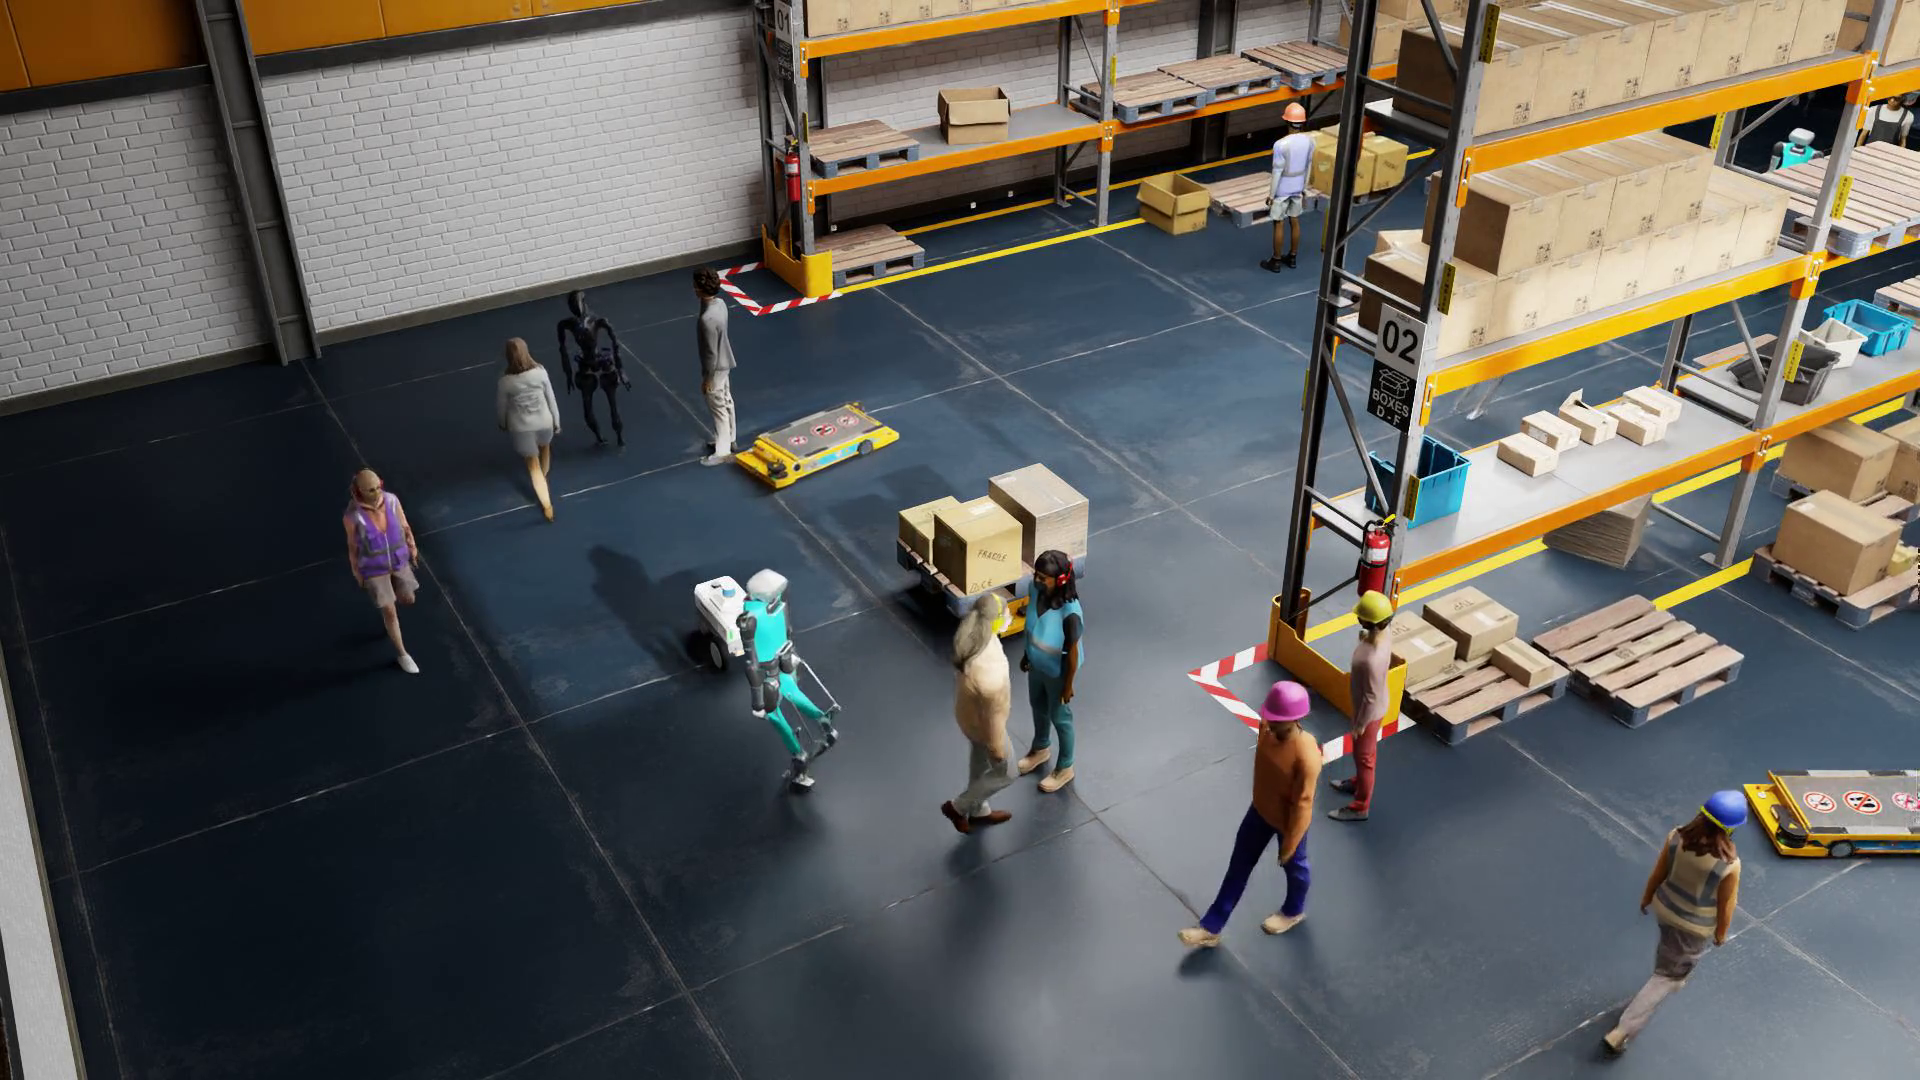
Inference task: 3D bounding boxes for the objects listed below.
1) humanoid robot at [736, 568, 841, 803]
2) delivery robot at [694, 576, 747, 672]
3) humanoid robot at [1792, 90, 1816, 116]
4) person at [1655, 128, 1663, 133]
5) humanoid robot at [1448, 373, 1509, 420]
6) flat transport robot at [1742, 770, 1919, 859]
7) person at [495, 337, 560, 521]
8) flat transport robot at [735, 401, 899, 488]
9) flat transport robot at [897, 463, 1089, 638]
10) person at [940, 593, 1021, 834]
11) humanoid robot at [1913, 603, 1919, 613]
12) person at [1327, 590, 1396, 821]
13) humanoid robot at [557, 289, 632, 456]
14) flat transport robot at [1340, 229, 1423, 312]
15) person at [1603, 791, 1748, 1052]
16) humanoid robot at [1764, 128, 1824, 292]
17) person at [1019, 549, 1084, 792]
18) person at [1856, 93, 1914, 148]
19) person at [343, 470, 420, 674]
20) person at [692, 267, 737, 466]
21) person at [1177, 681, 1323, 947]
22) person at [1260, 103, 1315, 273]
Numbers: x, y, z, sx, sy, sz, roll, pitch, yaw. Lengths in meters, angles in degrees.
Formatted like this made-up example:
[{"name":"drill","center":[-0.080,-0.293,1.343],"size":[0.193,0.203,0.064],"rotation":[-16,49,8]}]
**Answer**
[{"name":"humanoid robot","center":[-1.083,1.046,11.089],"size":[0.681,1.860,0.544],"rotation":[13,34,20]},{"name":"delivery robot","center":[-1.766,0.593,12.843],"size":[0.499,0.566,0.739],"rotation":[-18,36,-26]},{"name":"humanoid robot","center":[12.307,-6.948,23.847],"size":[0.599,1.645,0.478],"rotation":[12,34,19]},{"name":"person","center":[7.970,-4.504,19.795],"size":[0.404,1.830,0.601],"rotation":[-18,36,-26]},{"name":"humanoid robot","center":[5.062,-1.947,15.824],"size":[0.676,1.822,0.534],"rotation":[-19,37,-27]},{"name":"flat transport robot","center":[6.101,1.837,11.154],"size":[1.431,0.231,0.659],"rotation":[0,32,0]},{"name":"person","center":[-3.761,-1.028,14.433],"size":[0.489,1.616,0.863],"rotation":[-18,36,-26]},{"name":"flat transport robot","center":[-1.328,-0.903,15.523],"size":[1.431,0.231,0.659],"rotation":[-25,40,-34]},{"name":"flat transport robot","center":[0.222,0.298,13.608],"size":[0.659,0.231,1.431],"rotation":[-18,36,-26]},{"name":"person","center":[0.147,1.156,10.741],"size":[0.481,1.857,0.600],"rotation":[-7,33,-12]},{"name":"humanoid robot","center":[7.788,-0.033,12.821],"size":[0.411,1.643,0.611],"rotation":[-10,33,-15]},{"name":"person","center":[2.652,1.090,10.939],"size":[0.327,1.765,0.524],"rotation":[10,33,15]},{"name":"humanoid robot","center":[-3.326,-1.541,15.232],"size":[0.629,1.633,0.305],"rotation":[1,32,2]},{"name":"flat transport robot","center":[4.806,-2.390,17.896],"size":[0.659,0.231,1.431],"rotation":[27,41,36]},{"name":"person","center":[4.017,2.122,9.318],"size":[0.852,1.738,0.470],"rotation":[-18,36,-26]},{"name":"humanoid robot","center":[9.055,-3.579,18.516],"size":[0.548,1.906,0.742],"rotation":[25,40,34]},{"name":"person","center":[0.618,0.857,11.226],"size":[0.389,1.860,0.505],"rotation":[-20,37,-29]},{"name":"person","center":[10.935,-4.536,19.834],"size":[0.515,1.844,0.333],"rotation":[18,36,26]},{"name":"person","center":[-4.345,0.170,12.491],"size":[0.494,1.672,0.644],"rotation":[-27,41,-36]},{"name":"person","center":[-2.213,-1.572,15.059],"size":[0.384,1.897,0.545],"rotation":[3,32,5]},{"name":"person","center":[1.783,1.675,9.836],"size":[0.954,1.942,0.536],"rotation":[-18,37,-27]},{"name":"person","center":[3.708,-3.998,18.891],"size":[0.551,1.935,0.362],"rotation":[-16,36,-24]}]
